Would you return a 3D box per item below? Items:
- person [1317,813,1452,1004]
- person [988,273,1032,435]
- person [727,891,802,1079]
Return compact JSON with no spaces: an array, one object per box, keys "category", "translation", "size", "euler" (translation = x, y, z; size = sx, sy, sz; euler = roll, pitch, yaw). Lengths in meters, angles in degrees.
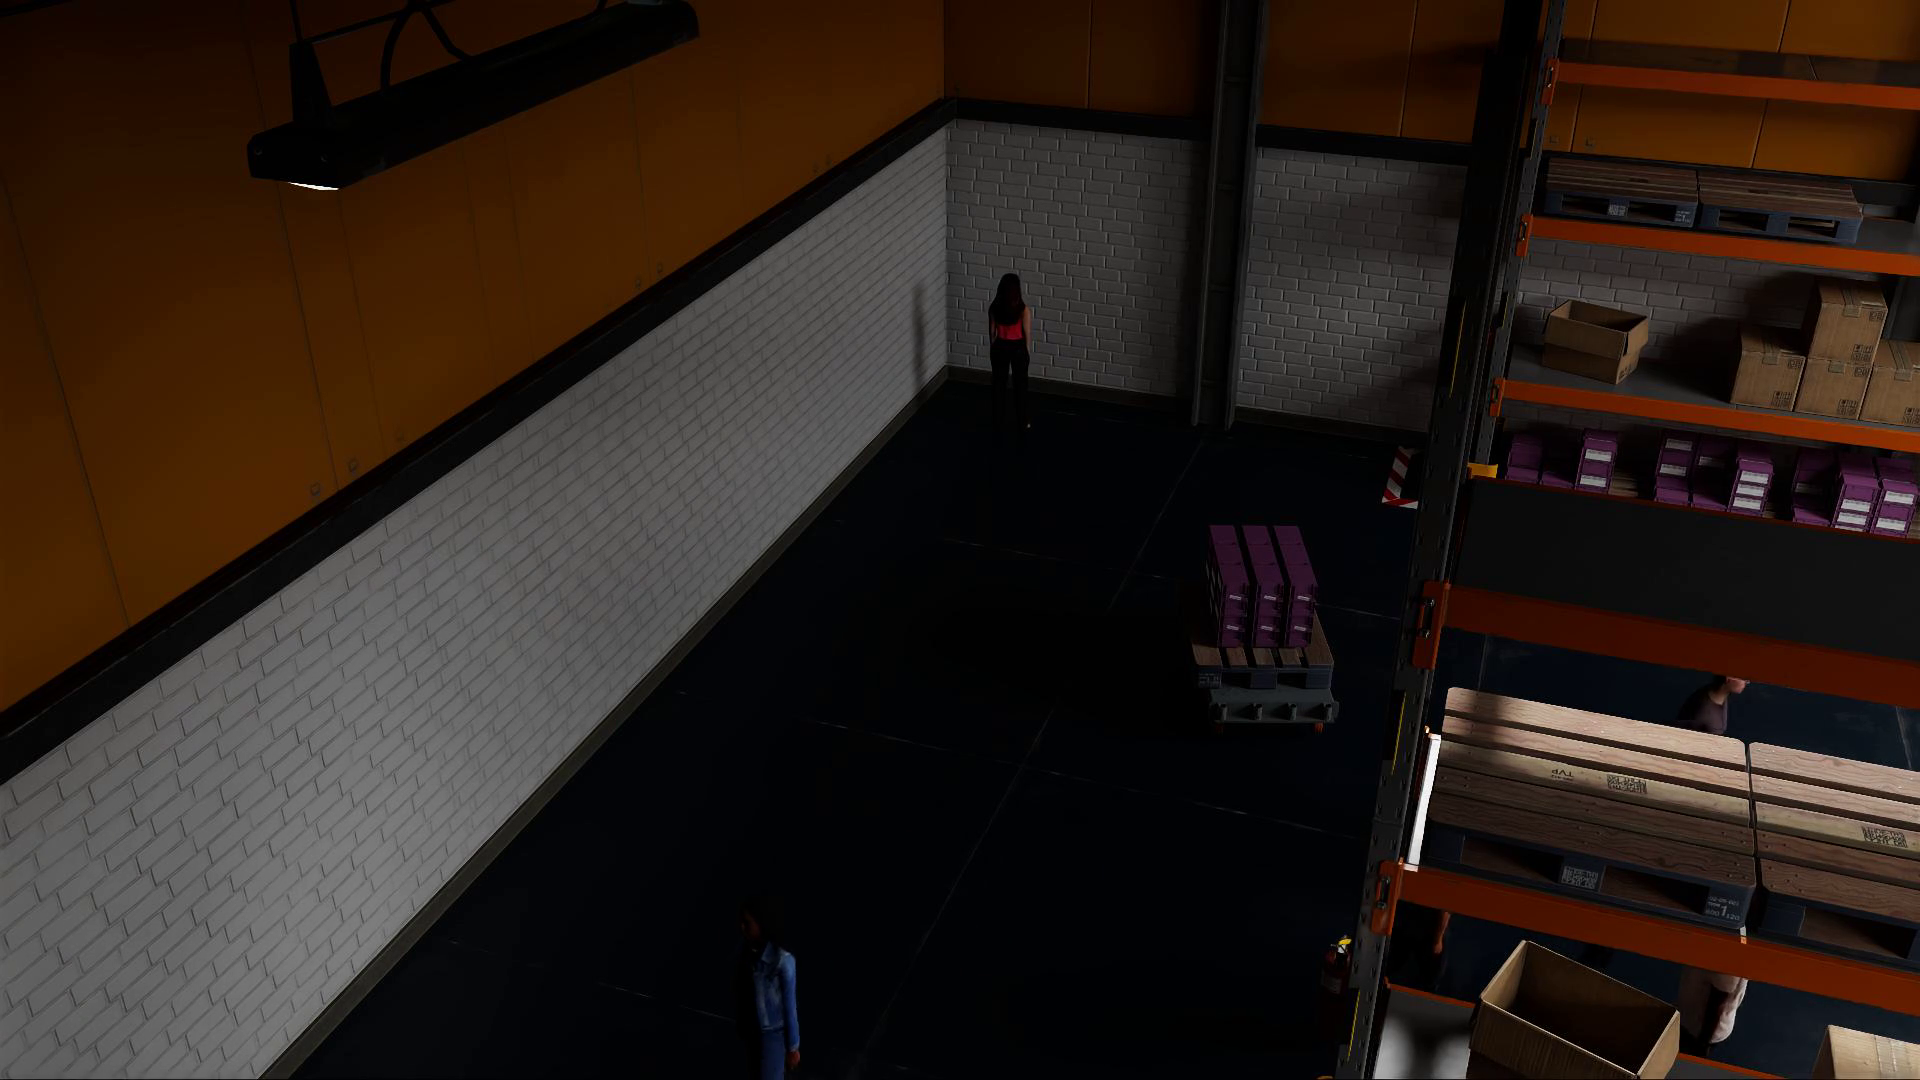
[{"category":"person","translation":[2.443,2.110,9.196],"size":[1.148,1.778,1.032],"euler":[-8,30,-14]},{"category":"person","translation":[0.505,-1.862,16.597],"size":[0.474,1.665,0.662],"euler":[7,29,13]},{"category":"person","translation":[-0.911,2.485,8.594],"size":[0.836,1.697,0.773],"euler":[-22,36,-35]}]
